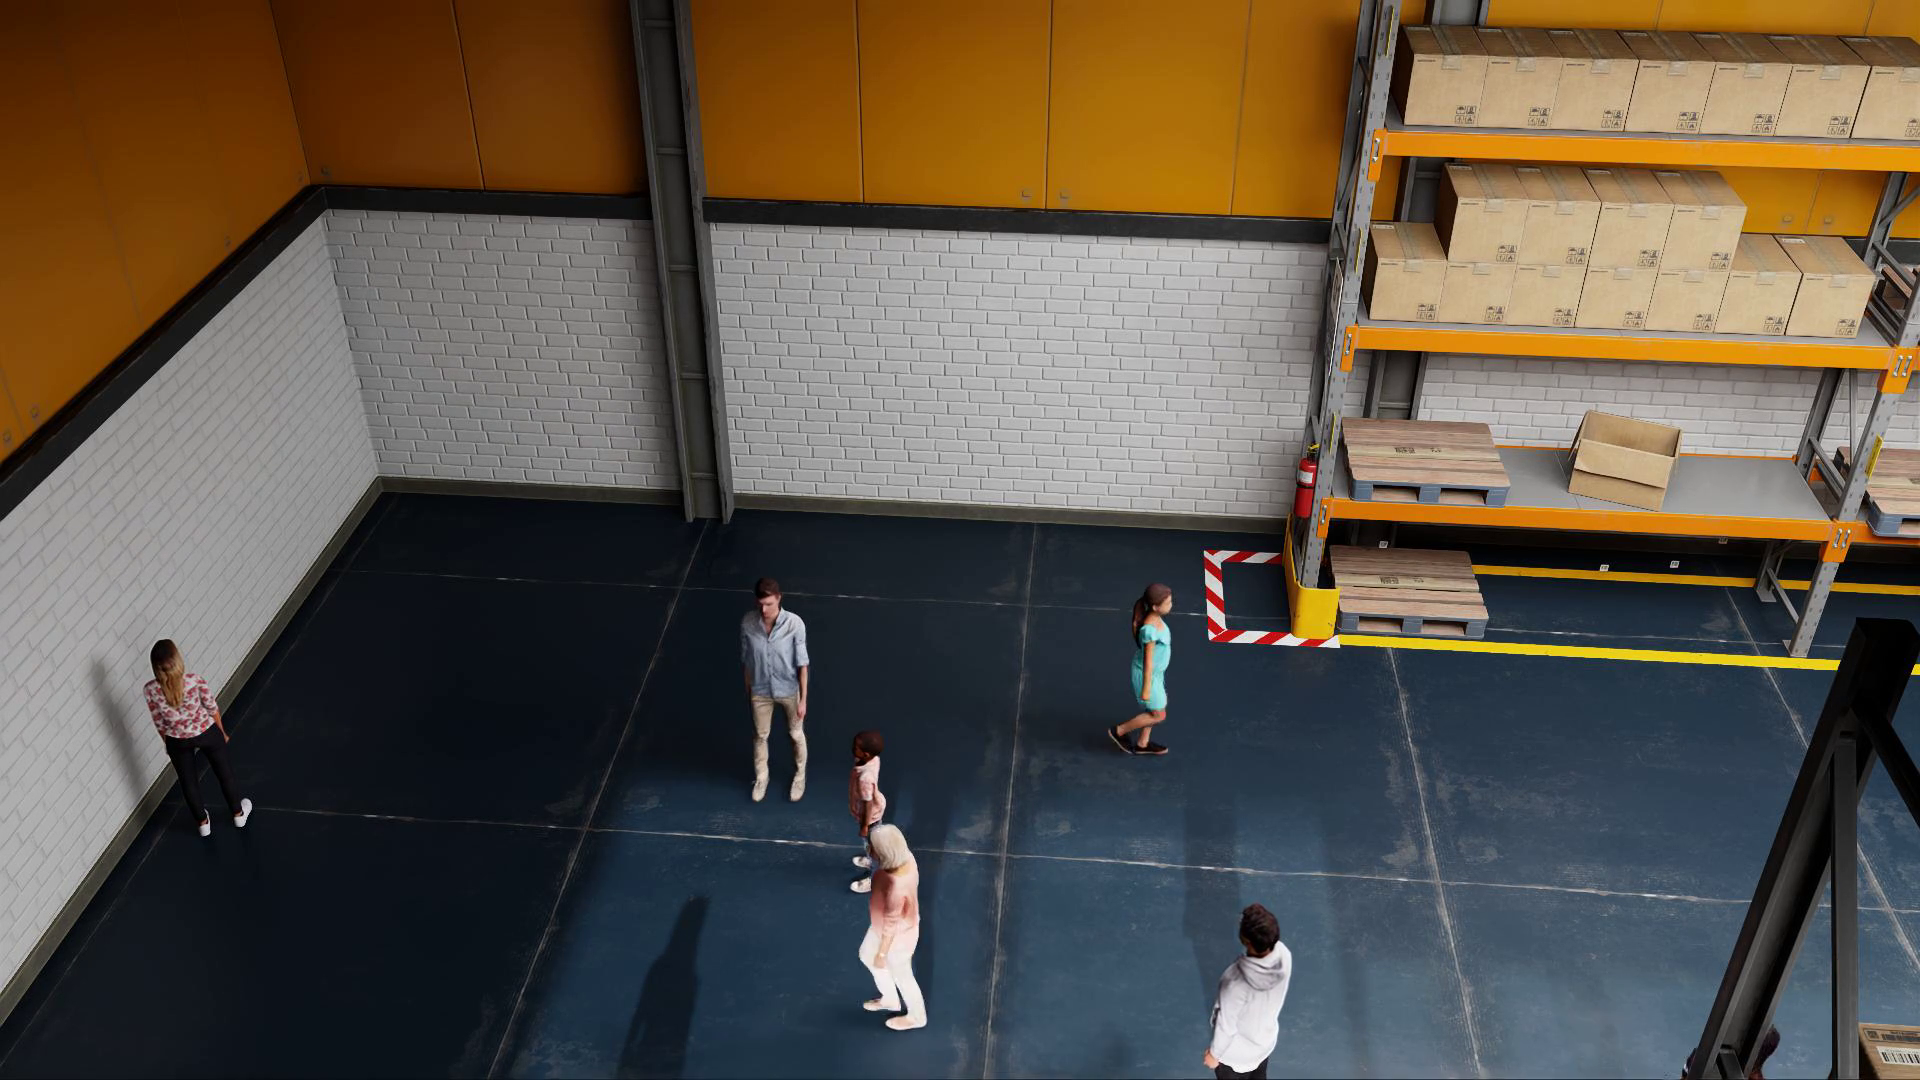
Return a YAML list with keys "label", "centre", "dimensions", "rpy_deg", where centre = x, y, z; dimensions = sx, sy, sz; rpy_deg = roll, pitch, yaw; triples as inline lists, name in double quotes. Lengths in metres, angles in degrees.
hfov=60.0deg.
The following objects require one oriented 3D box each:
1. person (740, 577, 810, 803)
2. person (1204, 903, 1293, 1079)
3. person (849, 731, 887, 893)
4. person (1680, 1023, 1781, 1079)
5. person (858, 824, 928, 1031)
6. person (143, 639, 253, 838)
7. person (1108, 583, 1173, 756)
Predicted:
- label: "person"
  centre: [-1.272, 1.029, 11.779]
  dimensions: [0.540, 1.846, 0.714]
  rpy_deg: [3, 34, 5]
- label: "person"
  centre: [1.584, 2.731, 9.142]
  dimensions: [0.819, 1.931, 0.781]
  rpy_deg: [28, 43, 35]
- label: "person"
  centre: [-0.600, 1.794, 11.115]
  dimensions: [0.472, 1.307, 0.513]
  rpy_deg: [1, 34, 2]
- label: "person"
  centre: [3.911, 3.171, 8.784]
  dimensions: [1.173, 1.594, 1.011]
  rpy_deg: [-21, 39, -28]
- label: "person"
  centre: [-0.298, 2.331, 9.945]
  dimensions: [0.668, 1.709, 0.639]
  rpy_deg: [-1, 34, -2]
- label: "person"
  centre: [-5.294, 1.357, 11.477]
  dimensions: [0.580, 1.634, 0.697]
  rpy_deg: [-11, 35, -15]
- label: "person"
  centre: [1.304, 0.970, 12.137]
  dimensions: [0.683, 1.549, 0.560]
  rpy_deg: [5, 34, 7]
